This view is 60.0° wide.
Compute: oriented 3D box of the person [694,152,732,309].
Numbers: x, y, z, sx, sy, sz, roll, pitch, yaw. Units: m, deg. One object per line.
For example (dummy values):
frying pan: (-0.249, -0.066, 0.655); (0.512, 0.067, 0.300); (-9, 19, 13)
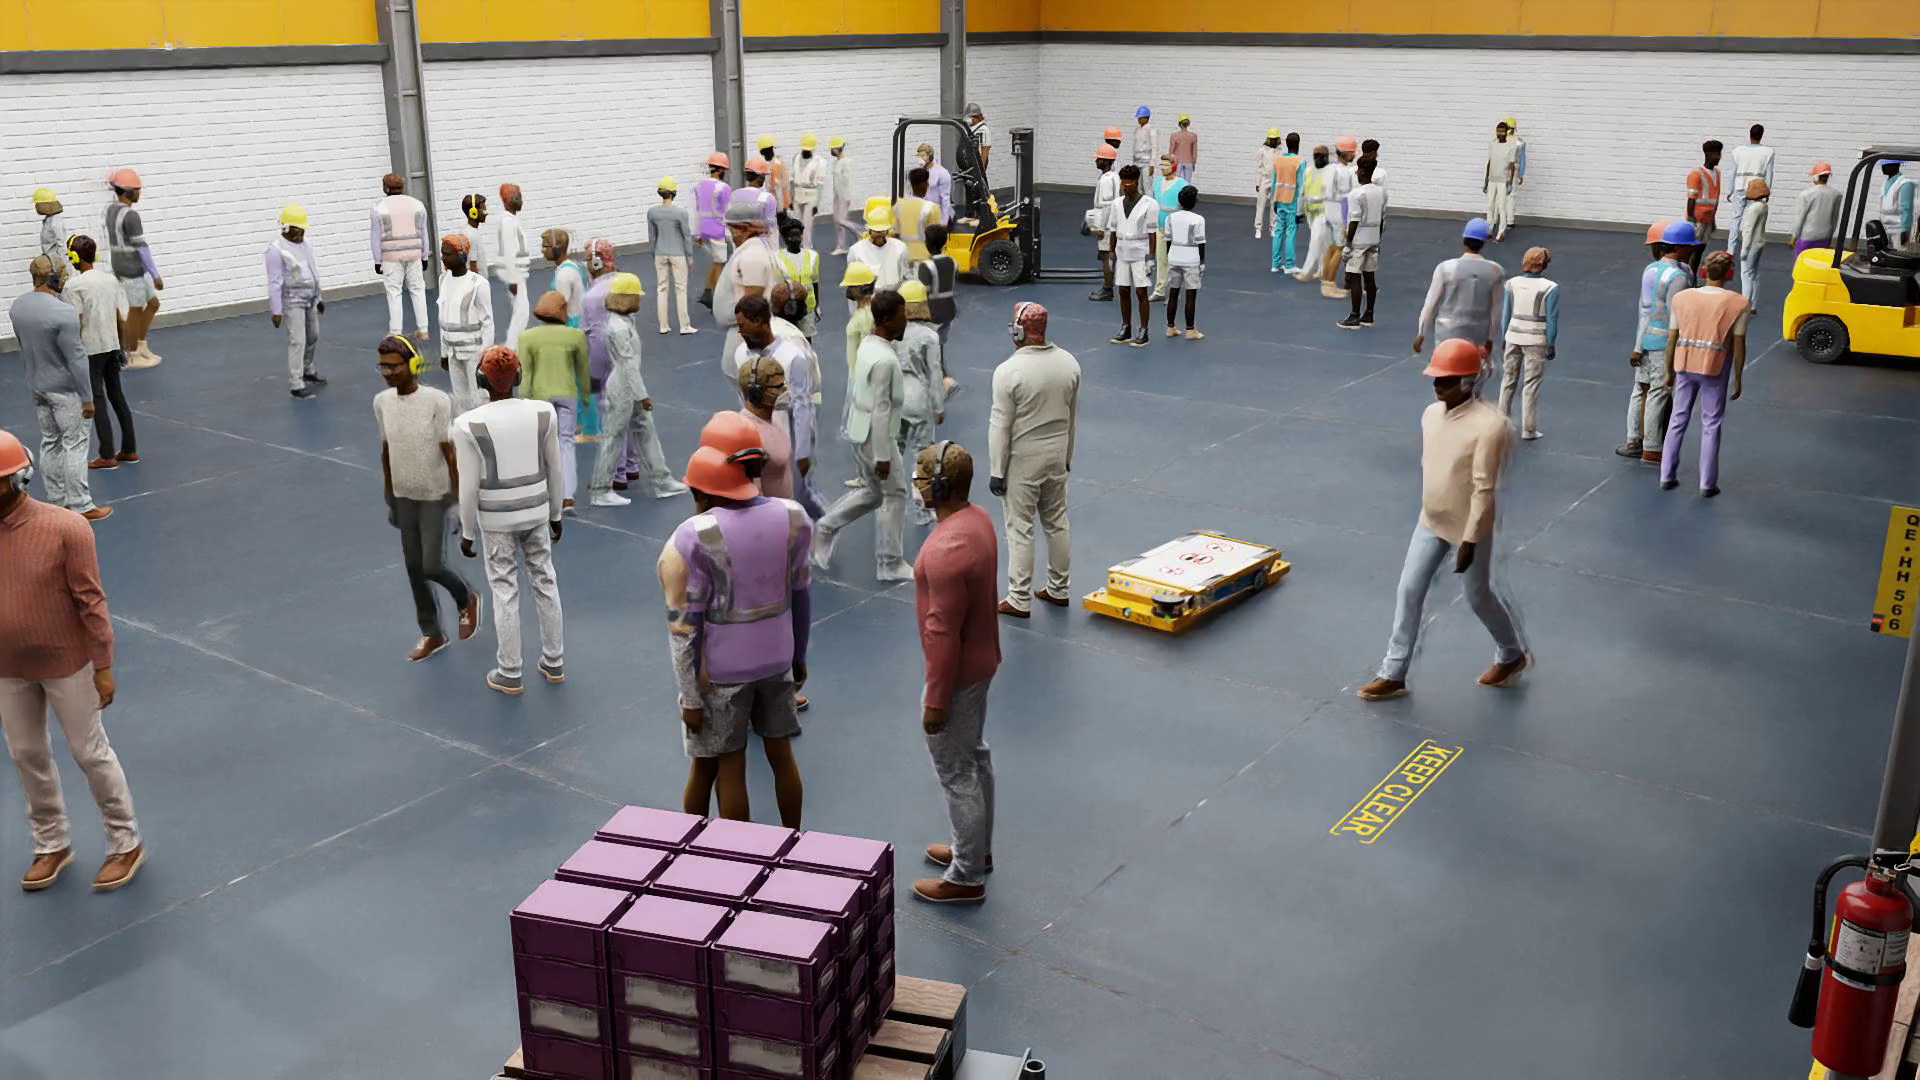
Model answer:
person: (-2.899, -3.673, 19.956); (0.612, 1.906, 0.470); (16, 24, 41)

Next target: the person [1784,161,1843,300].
person: (10.585, -3.809, 20.641); (0.570, 1.753, 0.333); (-2, 18, -7)

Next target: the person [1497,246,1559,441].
person: (4.819, -1.669, 14.145); (0.314, 1.633, 0.519); (-13, 22, -34)

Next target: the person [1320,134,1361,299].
person: (4.806, -4.079, 21.018); (0.393, 2.040, 0.615); (-2, 18, -6)

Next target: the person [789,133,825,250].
person: (-2.162, -4.842, 23.667); (0.626, 1.879, 0.528); (10, 20, 29)

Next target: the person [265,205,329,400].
person: (-6.267, -2.260, 15.730); (0.542, 1.799, 0.791); (4, 18, 11)

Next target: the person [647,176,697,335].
person: (-3.235, -3.185, 18.658); (0.523, 1.772, 0.302); (5, 18, 15)

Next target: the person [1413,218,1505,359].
person: (4.147, -1.704, 13.831); (0.665, 1.918, 0.750); (-2, 18, -6)

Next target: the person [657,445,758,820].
person: (-0.972, 0.533, 6.785); (0.392, 1.925, 0.548); (7, 19, 21)

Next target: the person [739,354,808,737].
person: (-0.979, 0.021, 8.356); (0.370, 1.939, 0.631); (1, 18, 3)

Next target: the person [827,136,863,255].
person: (-1.725, -5.103, 24.684); (0.467, 1.749, 0.543); (-10, 20, -29)

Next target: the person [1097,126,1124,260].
person: (2.186, -5.024, 24.163); (0.375, 1.932, 0.544); (6, 19, 19)

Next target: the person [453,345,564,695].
person: (-2.375, -0.103, 8.834); (0.573, 1.883, 0.355); (-13, 22, -36)

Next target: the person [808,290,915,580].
person: (-0.607, -0.643, 10.522); (0.742, 1.896, 0.600); (-3, 18, -10)

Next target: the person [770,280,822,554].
person: (-1.144, -0.827, 11.174); (0.429, 1.840, 0.630); (-7, 19, -21)

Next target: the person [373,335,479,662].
person: (-2.997, -0.239, 9.299); (0.553, 1.854, 0.460); (6, 19, 18)

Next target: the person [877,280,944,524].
person: (-0.356, -0.967, 11.799); (0.505, 1.720, 0.455); (11, 21, 30)

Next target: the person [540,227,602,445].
person: (-3.283, -1.687, 13.890); (0.536, 1.824, 0.545); (-4, 18, -11)

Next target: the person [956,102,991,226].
person: (0.198, -6.354, 28.130); (0.538, 2.000, 0.684); (-10, 21, -30)

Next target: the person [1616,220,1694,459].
person: (5.628, -1.613, 13.485); (0.545, 1.927, 0.385); (-12, 21, -32)

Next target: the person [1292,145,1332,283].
person: (4.719, -4.357, 22.267); (0.921, 1.800, 0.652); (-12, 21, -33)

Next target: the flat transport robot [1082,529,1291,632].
flat transport robot: (1.442, 0.227, 10.408); (0.652, 0.197, 1.431); (14, 22, 37)

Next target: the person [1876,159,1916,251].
person: (11.685, -3.890, 20.676); (0.787, 1.901, 0.625); (-1, 18, -5)

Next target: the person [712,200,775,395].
person: (-1.823, -1.865, 14.090); (0.537, 2.000, 0.715); (-2, 18, -6)

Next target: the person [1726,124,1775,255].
person: (11.688, -5.173, 24.638); (0.594, 1.917, 0.387); (9, 20, 26)

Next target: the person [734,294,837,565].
person: (-1.134, -0.647, 10.590); (0.626, 1.859, 0.949); (13, 22, 36)

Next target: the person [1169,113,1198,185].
person: (3.983, -6.738, 29.799); (0.531, 1.755, 0.343); (-4, 18, -11)

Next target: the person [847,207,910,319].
person: (-0.740, -2.161, 15.378); (0.602, 1.819, 0.403); (-6, 19, -17)

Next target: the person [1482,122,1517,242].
person: (8.457, -5.622, 26.143); (0.334, 1.860, 0.509); (-14, 23, -37)

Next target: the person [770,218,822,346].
person: (-1.543, -2.157, 15.558); (0.540, 1.695, 0.317); (-9, 20, -27)

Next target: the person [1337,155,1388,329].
person: (4.599, -3.405, 19.025); (0.616, 1.964, 0.361); (-13, 22, -36)

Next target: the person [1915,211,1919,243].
person: (12.076, -3.810, 20.520); (0.499, 1.827, 0.467); (8, 19, 23)

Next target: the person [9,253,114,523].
person: (-6.349, -1.053, 11.742); (0.635, 1.928, 0.382); (9, 20, 25)

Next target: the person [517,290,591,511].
person: (-2.978, -1.033, 12.236); (0.529, 1.574, 0.871); (-4, 18, -13)
